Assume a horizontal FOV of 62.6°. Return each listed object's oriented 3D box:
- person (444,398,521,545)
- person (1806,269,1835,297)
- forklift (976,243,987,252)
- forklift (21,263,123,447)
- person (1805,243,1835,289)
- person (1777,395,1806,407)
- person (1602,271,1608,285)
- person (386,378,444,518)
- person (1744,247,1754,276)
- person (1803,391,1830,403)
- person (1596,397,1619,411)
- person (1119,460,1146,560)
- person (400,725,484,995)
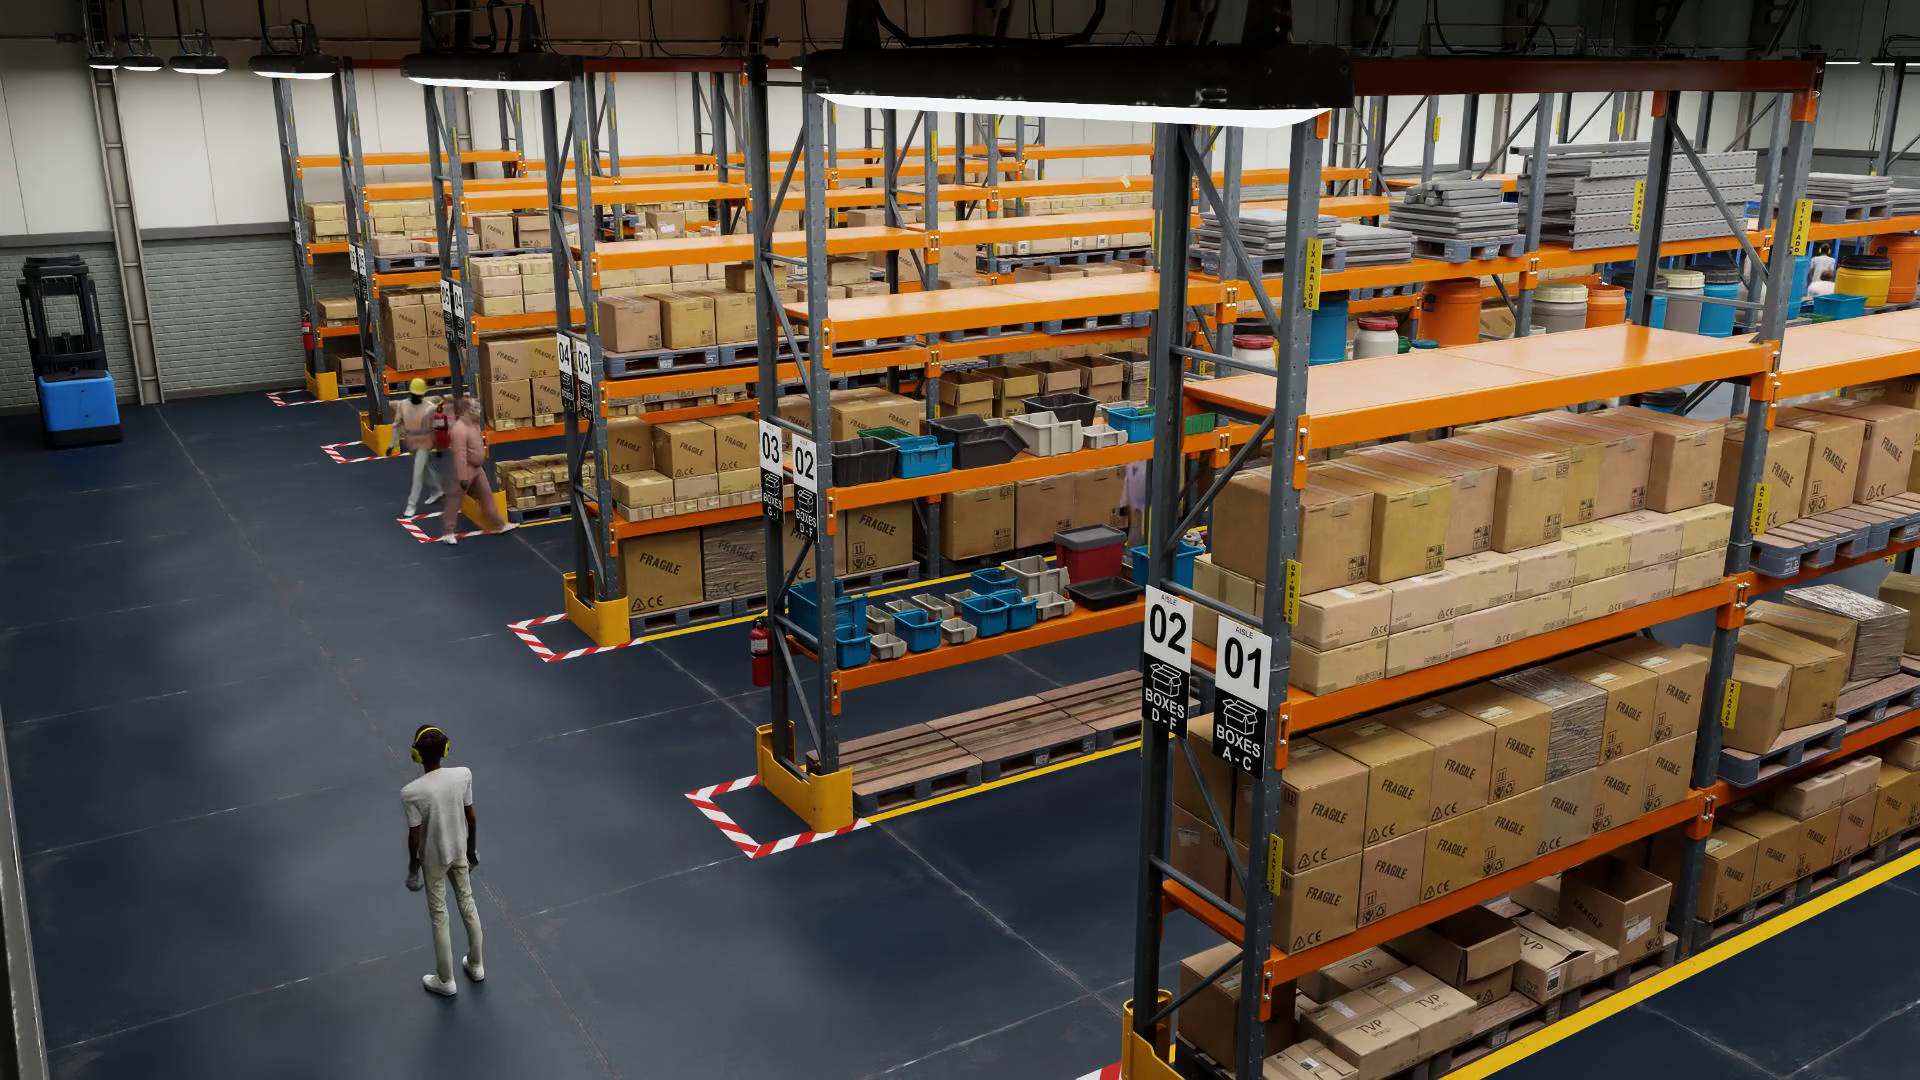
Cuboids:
[{"bbox_3d":[-6.238,-0.888,20.202,0.883,1.845,0.714,1,17,4],"label":"person"},{"bbox_3d":[17.846,-4.705,32.748,0.646,1.824,0.442,4,17,13],"label":"person"},{"bbox_3d":[0.988,-5.474,34.718,1.214,2.155,2.313,-10,20,-31],"label":"forklift"},{"bbox_3d":[-14.518,-3.079,25.708,1.129,2.768,1.873,-10,20,-31],"label":"forklift"},{"bbox_3d":[20.261,-6.058,37.197,0.553,1.827,0.936,7,18,22],"label":"person"},{"bbox_3d":[11.575,-1.536,22.408,0.818,1.782,0.732,-3,17,-8],"label":"person"},{"bbox_3d":[13.008,-4.667,32.429,0.542,1.939,0.361,13,21,36],"label":"person"},{"bbox_3d":[-7.397,-1.312,21.560,0.682,1.872,0.996,5,18,17],"label":"person"},{"bbox_3d":[19.328,-6.482,38.676,0.524,1.769,0.309,-16,23,-42],"label":"person"},{"bbox_3d":[15.431,-3.213,28.263,0.834,1.578,0.514,-7,18,-23],"label":"person"},{"bbox_3d":[10.392,-2.463,25.129,0.627,1.992,1.042,-12,20,-33],"label":"person"},{"bbox_3d":[2.172,-0.436,18.661,0.972,1.885,0.603,-9,19,-26],"label":"person"},{"bbox_3d":[-3.411,2.090,10.394,0.329,1.872,0.507,15,22,40],"label":"person"}]
